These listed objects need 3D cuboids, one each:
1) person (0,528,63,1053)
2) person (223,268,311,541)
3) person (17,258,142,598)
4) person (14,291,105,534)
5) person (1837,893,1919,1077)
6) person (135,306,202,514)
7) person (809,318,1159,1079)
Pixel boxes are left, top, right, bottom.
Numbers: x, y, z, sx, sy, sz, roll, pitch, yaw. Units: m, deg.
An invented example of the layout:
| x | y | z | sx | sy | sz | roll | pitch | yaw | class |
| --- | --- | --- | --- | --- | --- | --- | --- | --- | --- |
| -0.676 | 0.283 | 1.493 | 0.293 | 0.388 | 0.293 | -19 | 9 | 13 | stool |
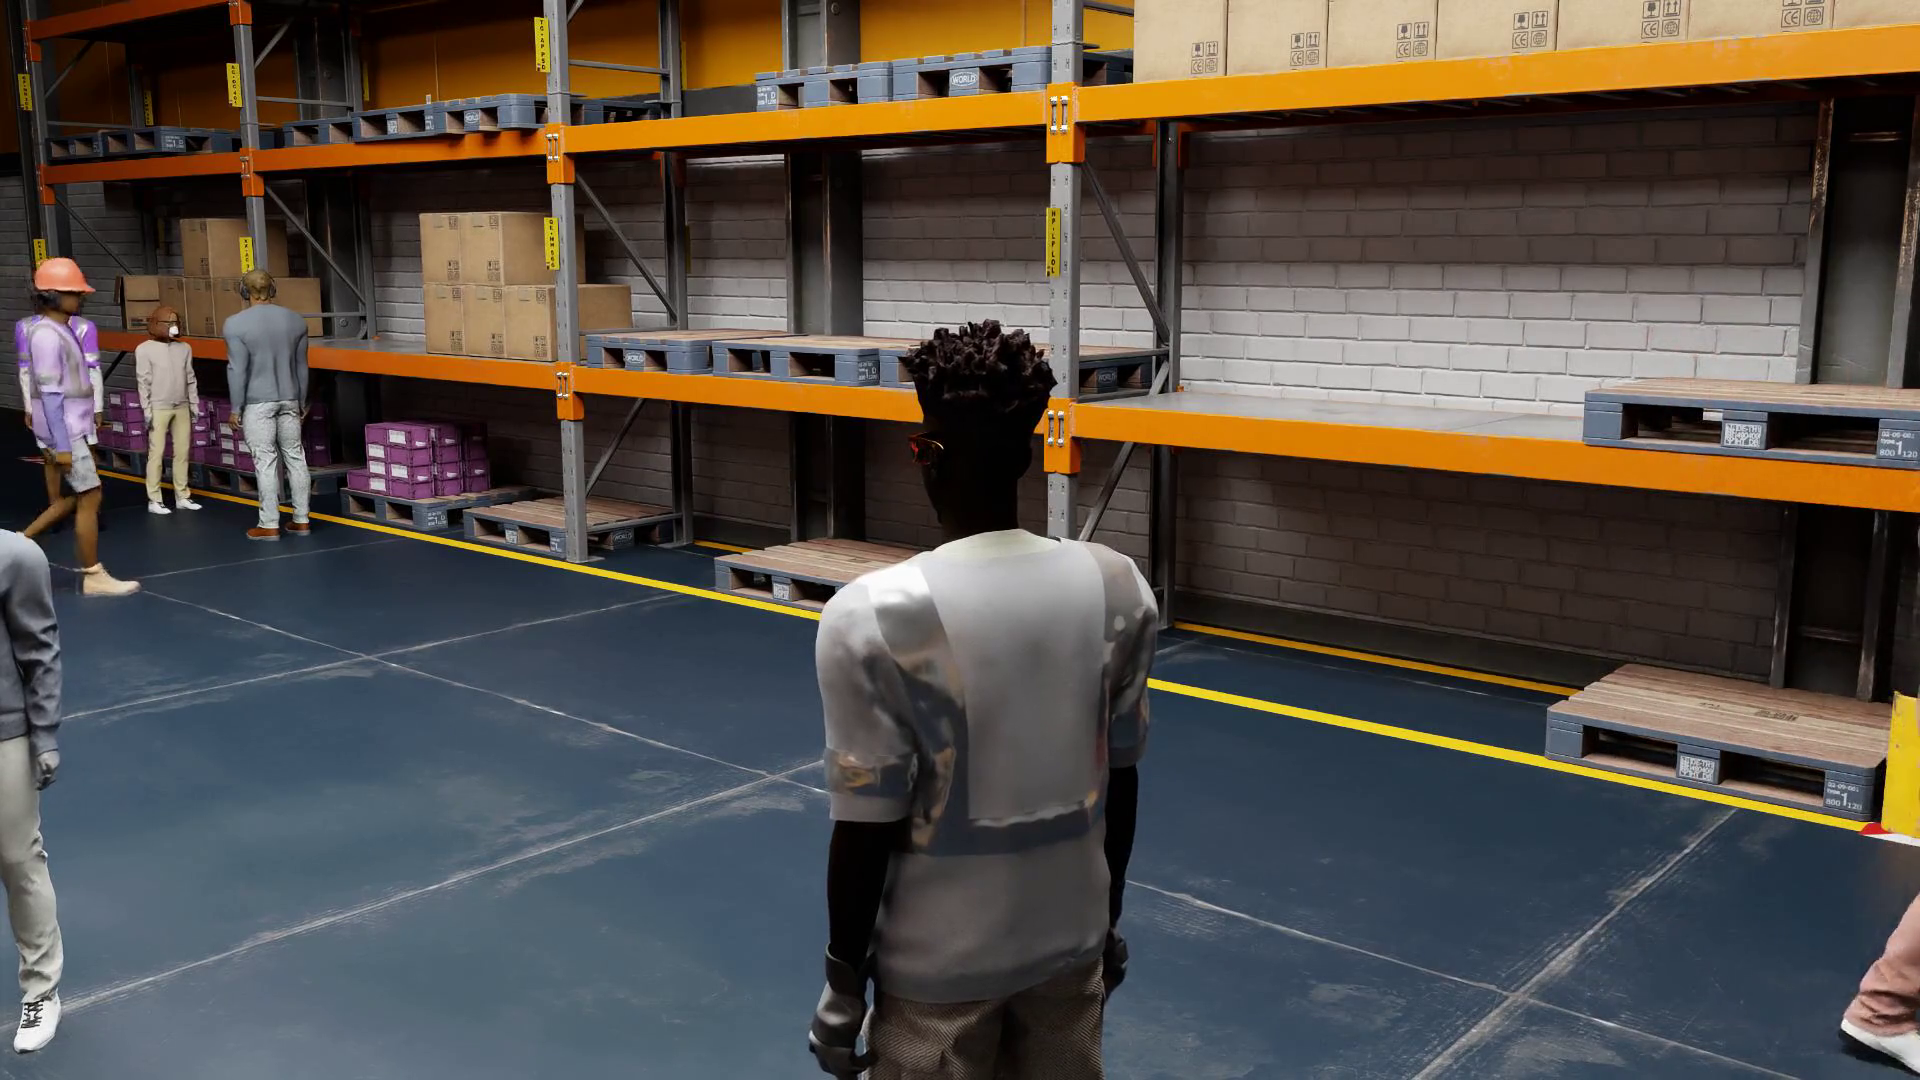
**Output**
| x | y | z | sx | sy | sz | roll | pitch | yaw | class |
| --- | --- | --- | --- | --- | --- | --- | --- | --- | --- |
| -2.570 | 0.521 | 4.274 | 0.507 | 1.633 | 0.278 | -1 | 10 | -5 | person |
| -4.919 | -0.959 | 11.844 | 0.375 | 1.936 | 0.627 | 7 | 12 | 35 | person |
| -5.318 | -0.639 | 9.777 | 0.696 | 2.021 | 0.623 | -4 | 11 | -22 | person |
| -6.530 | -0.998 | 12.099 | 0.545 | 1.928 | 0.387 | -3 | 11 | -19 | person |
| 2.523 | 0.461 | 3.938 | 0.682 | 1.884 | 0.668 | 6 | 12 | 31 | person |
| -6.218 | -1.018 | 13.075 | 0.288 | 1.629 | 0.500 | 6 | 11 | 29 | person |
| 0.033 | 0.633 | 2.691 | 0.608 | 1.965 | 0.365 | -7 | 12 | -34 | person |
